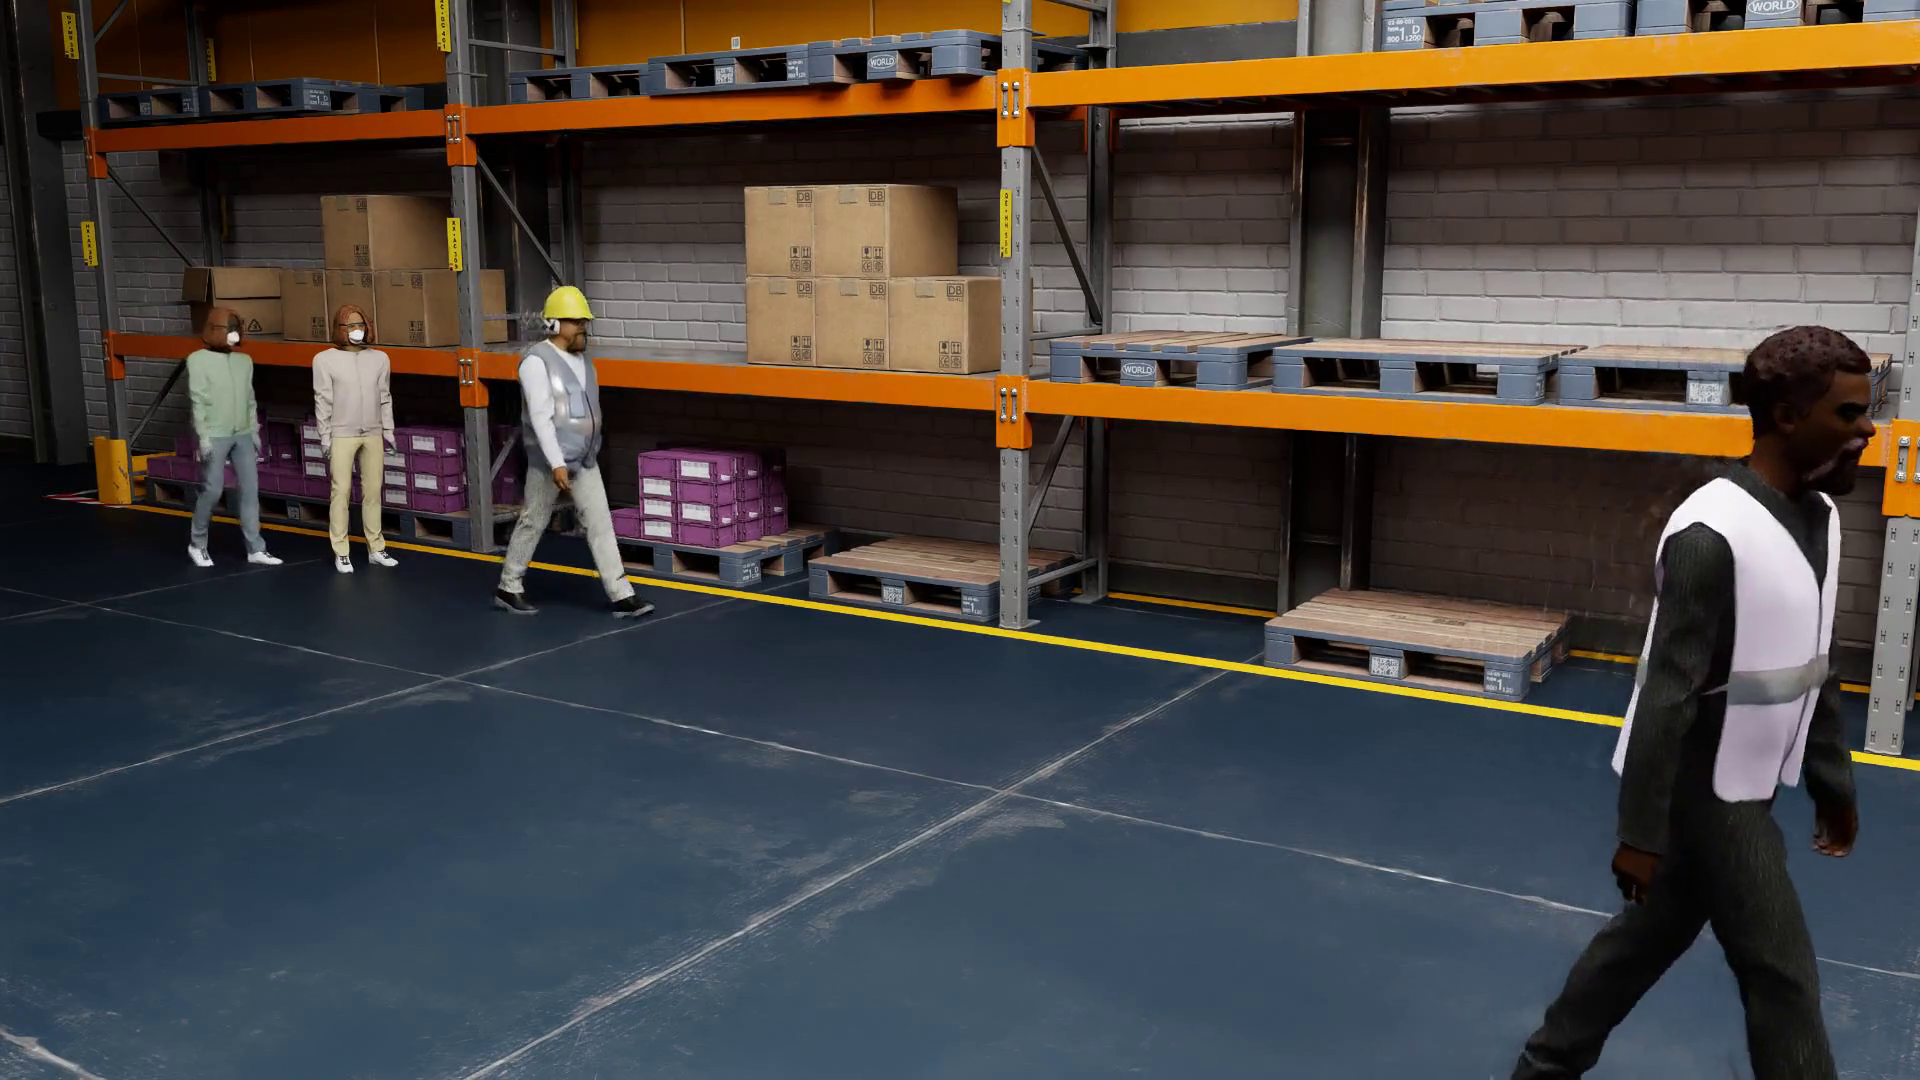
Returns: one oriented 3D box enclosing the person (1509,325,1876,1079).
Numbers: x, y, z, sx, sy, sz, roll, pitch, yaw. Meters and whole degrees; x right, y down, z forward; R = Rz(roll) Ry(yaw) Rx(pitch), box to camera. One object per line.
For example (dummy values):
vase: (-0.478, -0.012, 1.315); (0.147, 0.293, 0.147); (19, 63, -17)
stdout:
person: (1.595, 0.498, 3.381); (1.032, 1.862, 0.616); (9, 14, 42)

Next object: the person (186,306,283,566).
person: (-4.555, -0.625, 10.318); (0.474, 1.650, 0.507); (5, 11, 26)

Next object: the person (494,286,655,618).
person: (-2.123, -0.454, 8.882); (0.952, 1.789, 0.604); (5, 11, 25)

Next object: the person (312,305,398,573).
person: (-3.701, -0.623, 10.212); (0.285, 1.633, 0.497); (10, 14, 43)
